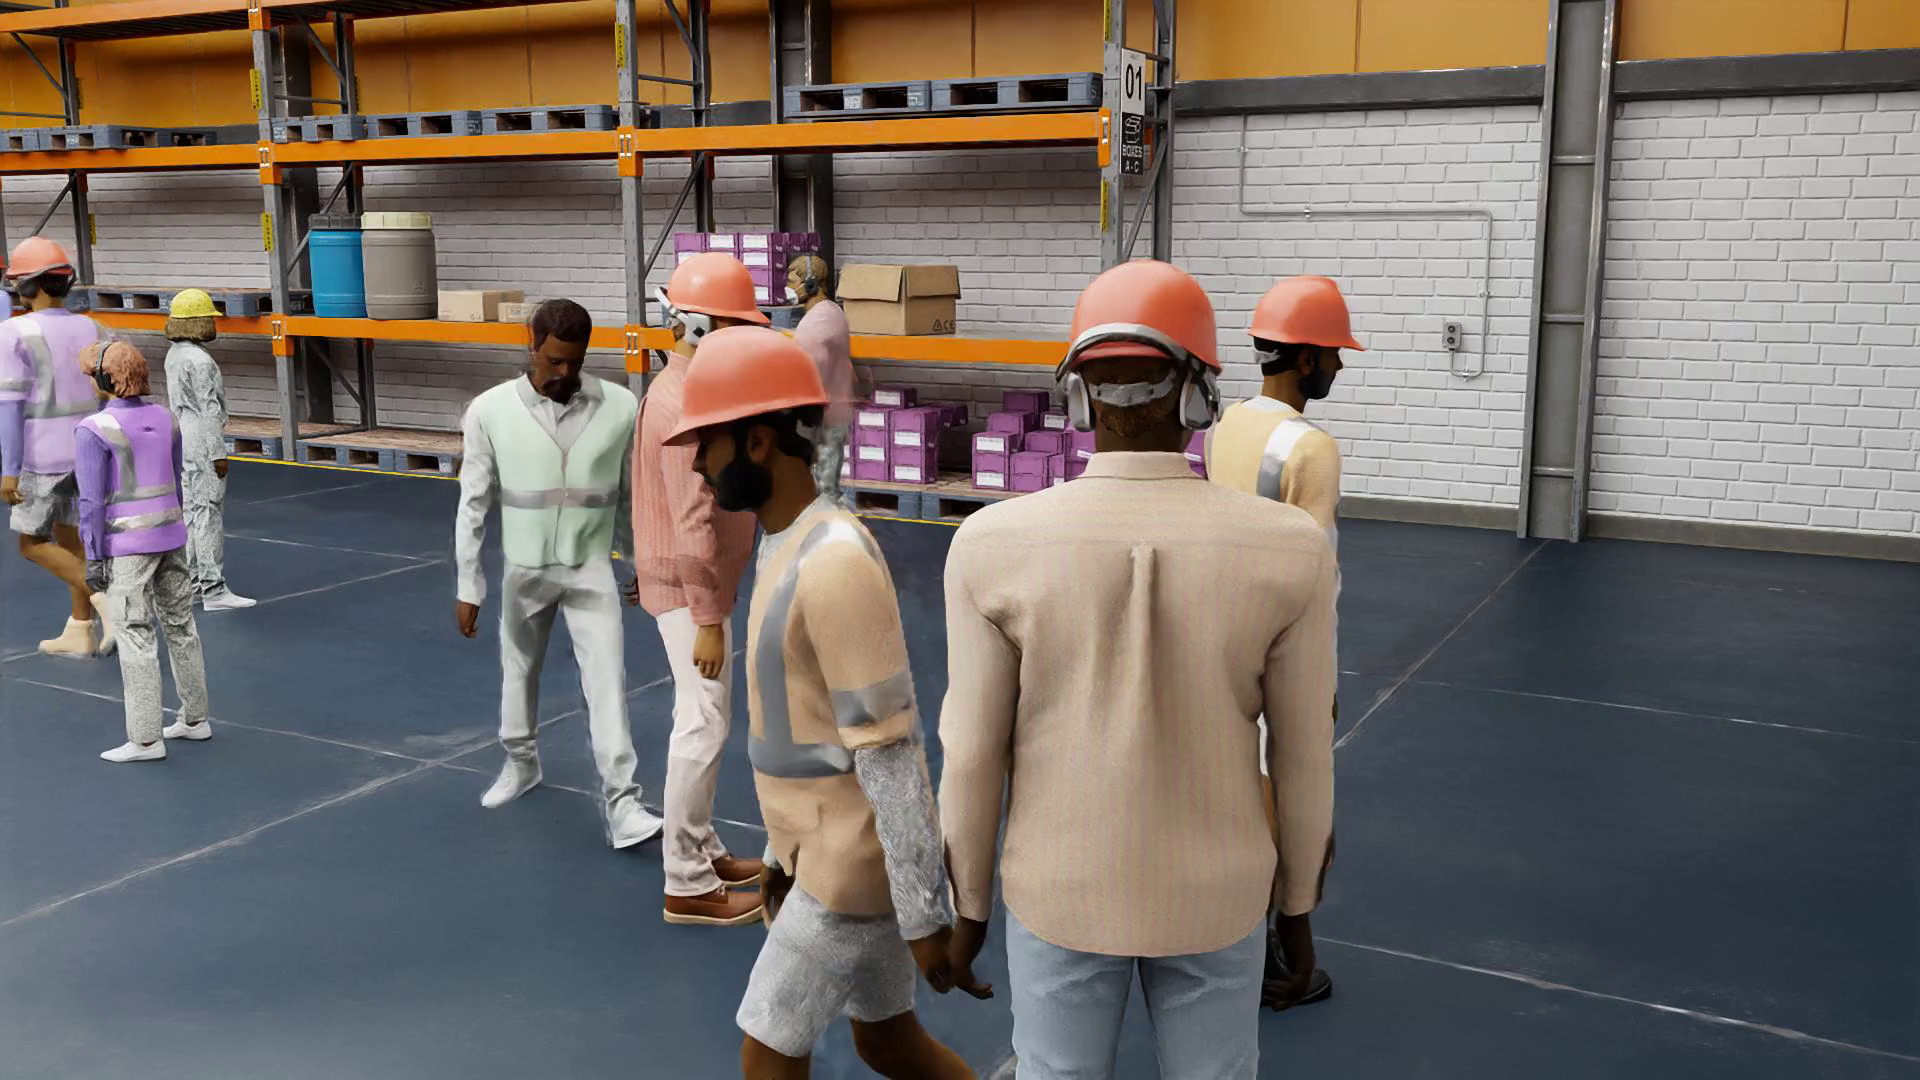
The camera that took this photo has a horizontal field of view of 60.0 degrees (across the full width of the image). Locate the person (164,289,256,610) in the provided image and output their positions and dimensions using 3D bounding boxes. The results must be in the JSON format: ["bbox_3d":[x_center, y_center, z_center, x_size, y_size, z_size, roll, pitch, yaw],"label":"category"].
[{"bbox_3d":[-4.125,-0.489,9.072,0.486,1.744,0.294,10,14,43],"label":"person"}]

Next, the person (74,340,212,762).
[{"bbox_3d":[-3.192,0.044,6.469,0.318,1.631,0.514,3,11,14],"label":"person"}]

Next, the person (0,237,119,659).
[{"bbox_3d":[-4.169,-0.396,7.793,0.636,2.022,0.620,3,11,17],"label":"person"}]

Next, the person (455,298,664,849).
[{"bbox_3d":[-1.355,0.103,5.606,0.681,1.828,1.063,-5,11,-25],"label":"person"}]

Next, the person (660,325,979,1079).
[{"bbox_3d":[-0.145,0.555,3.010,0.829,1.884,0.553,-1,10,-4],"label":"person"}]

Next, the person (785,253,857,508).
[{"bbox_3d":[-0.780,-0.632,9.342,0.384,1.932,0.629,1,10,6],"label":"person"}]

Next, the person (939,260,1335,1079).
[{"bbox_3d":[0.276,0.560,2.654,0.616,1.983,0.404,0,10,2],"label":"person"}]

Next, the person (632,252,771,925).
[{"bbox_3d":[-0.748,0.155,4.898,0.410,1.980,0.632,-2,11,-10],"label":"person"}]

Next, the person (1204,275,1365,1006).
[{"bbox_3d":[0.848,0.271,4.417,0.390,1.926,0.542,-4,11,-20],"label":"person"}]
